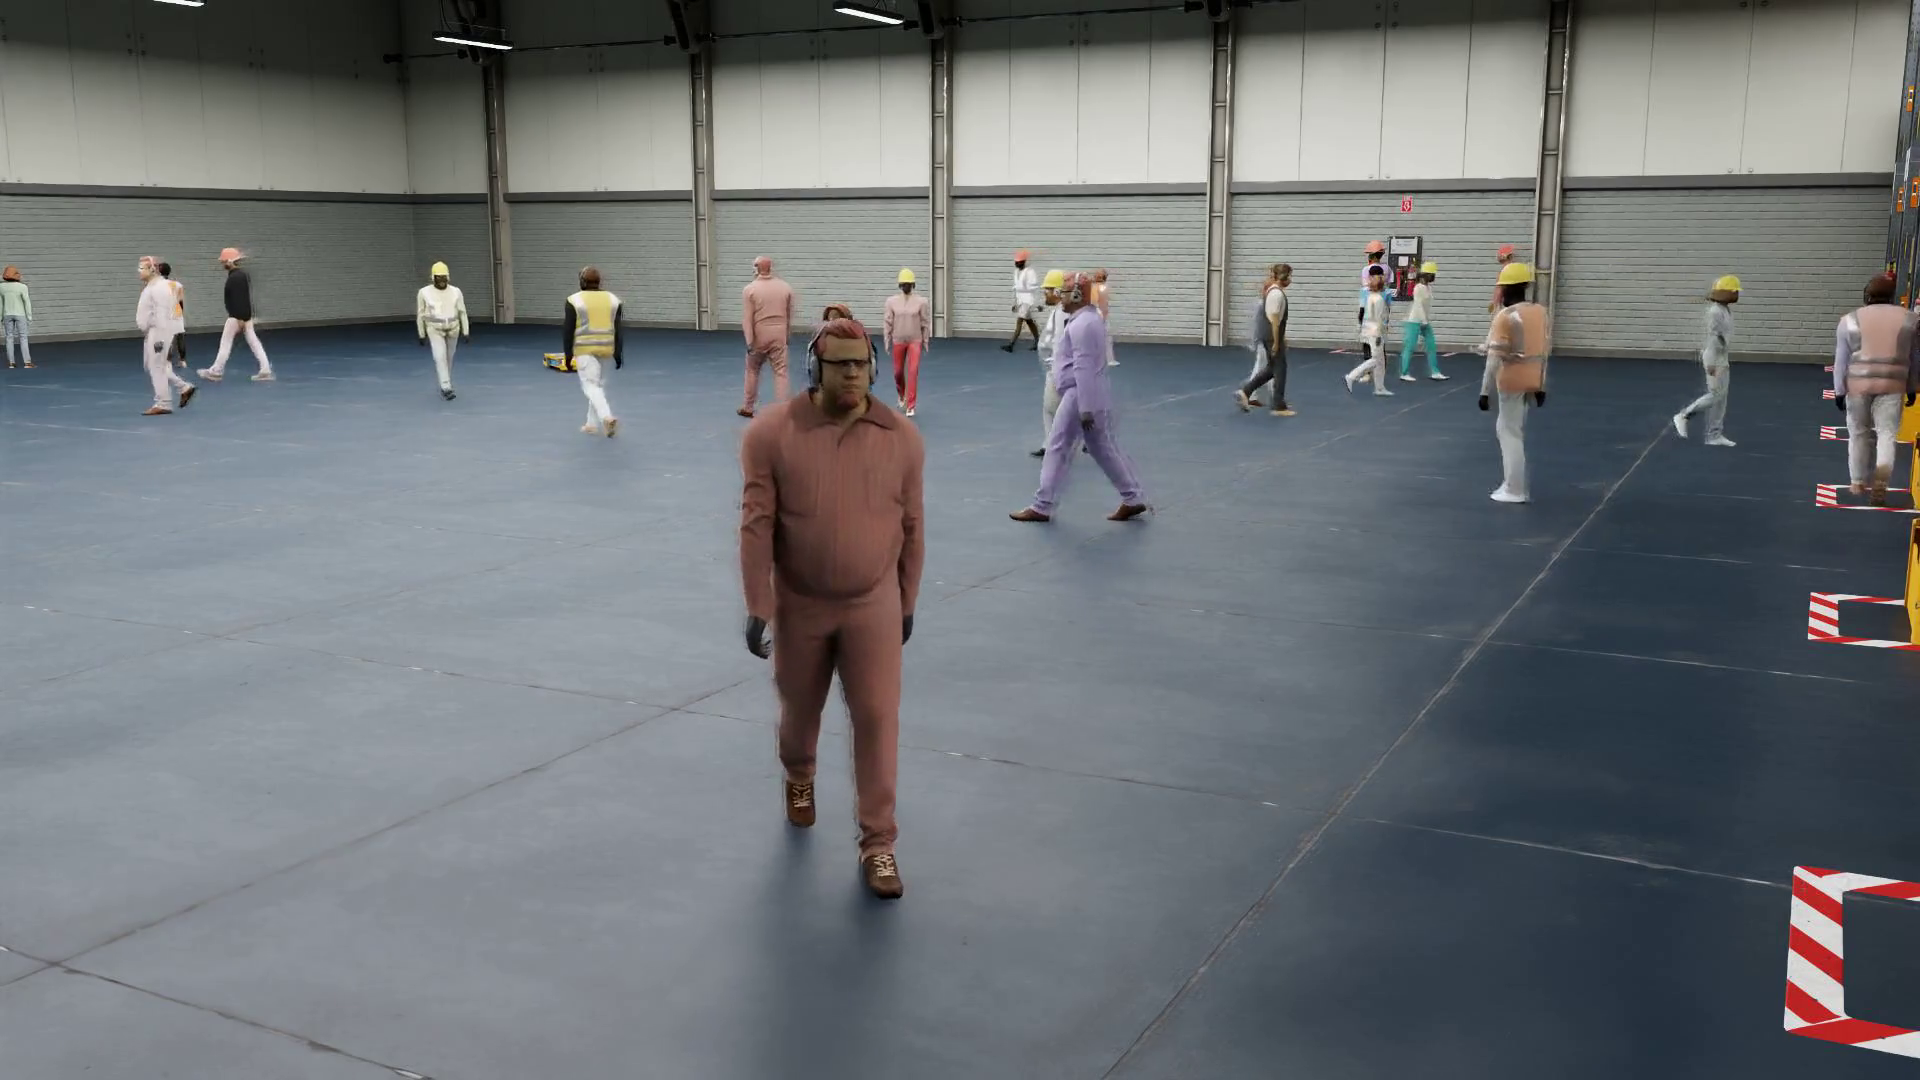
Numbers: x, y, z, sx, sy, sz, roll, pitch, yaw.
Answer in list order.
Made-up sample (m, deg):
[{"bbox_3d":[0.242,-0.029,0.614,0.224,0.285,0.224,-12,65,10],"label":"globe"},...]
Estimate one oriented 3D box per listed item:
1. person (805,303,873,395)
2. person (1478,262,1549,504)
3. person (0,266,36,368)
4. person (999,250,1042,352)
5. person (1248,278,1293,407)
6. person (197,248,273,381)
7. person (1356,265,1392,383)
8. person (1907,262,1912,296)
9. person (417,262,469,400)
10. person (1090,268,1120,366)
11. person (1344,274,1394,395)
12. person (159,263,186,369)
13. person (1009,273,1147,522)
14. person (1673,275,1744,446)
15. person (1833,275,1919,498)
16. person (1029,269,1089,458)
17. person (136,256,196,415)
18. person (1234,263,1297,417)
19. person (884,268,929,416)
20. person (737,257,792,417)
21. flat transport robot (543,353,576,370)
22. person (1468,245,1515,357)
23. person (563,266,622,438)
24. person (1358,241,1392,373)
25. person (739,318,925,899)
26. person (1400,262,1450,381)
[{"bbox_3d":[-0.893,-0.927,12.280,0.514,1.642,0.314,2,11,9],"label":"person"},{"bbox_3d":[4.368,-1.245,13.267,0.622,1.908,0.530,-8,13,-37],"label":"person"},{"bbox_3d":[-15.236,-3.591,26.822,0.508,1.632,0.264,-1,10,-7],"label":"person"},{"bbox_3d":[1.168,-4.366,30.474,1.124,1.861,0.561,-6,12,-31],"label":"person"},{"bbox_3d":[3.854,-2.418,20.512,0.699,1.590,0.547,6,12,28],"label":"person"},{"bbox_3d":[-10.636,-3.290,24.351,1.032,1.939,0.618,-1,10,-4],"label":"person"},{"bbox_3d":[5.988,-3.120,24.086,0.541,1.695,0.316,-4,11,-19],"label":"person"},{"bbox_3d":[13.536,-3.121,23.938,0.431,1.754,0.531,5,12,26],"label":"person"},{"bbox_3d":[-6.753,-2.734,21.765,0.611,1.780,0.974,-7,12,-33],"label":"person"},{"bbox_3d":[2.220,-3.622,27.089,0.856,1.601,0.524,-7,13,-35],"label":"person"},{"bbox_3d":[5.459,-2.713,22.080,0.643,1.619,0.521,0,10,1],"label":"person"},{"bbox_3d":[-12.617,-3.565,26.523,0.320,1.692,0.531,7,12,32],"label":"person"},{"bbox_3d":[0.927,-1.044,12.344,0.997,1.862,0.664,3,11,14],"label":"person"},{"bbox_3d":[7.650,-1.823,16.903,0.503,1.726,0.504,9,14,41],"label":"person"},{"bbox_3d":[7.397,-1.222,13.431,0.635,1.816,0.766,5,12,26],"label":"person"},{"bbox_3d":[0.995,-1.658,15.791,0.598,1.814,0.607,0,10,0],"label":"person"},{"bbox_3d":[-9.530,-2.440,19.855,0.558,1.887,0.651,-8,13,-35],"label":"person"},{"bbox_3d":[3.619,-2.355,19.611,0.650,1.816,0.547,-1,10,-4],"label":"person"},{"bbox_3d":[-0.624,-2.368,19.847,0.533,1.753,0.650,1,10,4],"label":"person"},{"bbox_3d":[-2.282,-2.339,19.366,0.668,1.873,0.889,-6,12,-30],"label":"person"},{"bbox_3d":[-6.183,-2.861,26.561,0.652,0.197,1.431,-5,11,-26],"label":"flat transport robot"},{"bbox_3d":[9.294,-4.105,28.728,0.999,1.946,0.633,6,12,28],"label":"person"},{"bbox_3d":[-3.852,-1.981,17.598,0.622,1.814,0.872,-8,13,-38],"label":"person"},{"bbox_3d":[6.387,-3.598,25.749,0.607,2.044,0.379,-9,13,-39],"label":"person"},{"bbox_3d":[-0.432,0.176,5.658,0.640,1.867,0.950,-2,11,-10],"label":"person"},{"bbox_3d":[6.804,-3.158,24.193,0.808,1.729,0.521,9,14,41],"label":"person"}]
